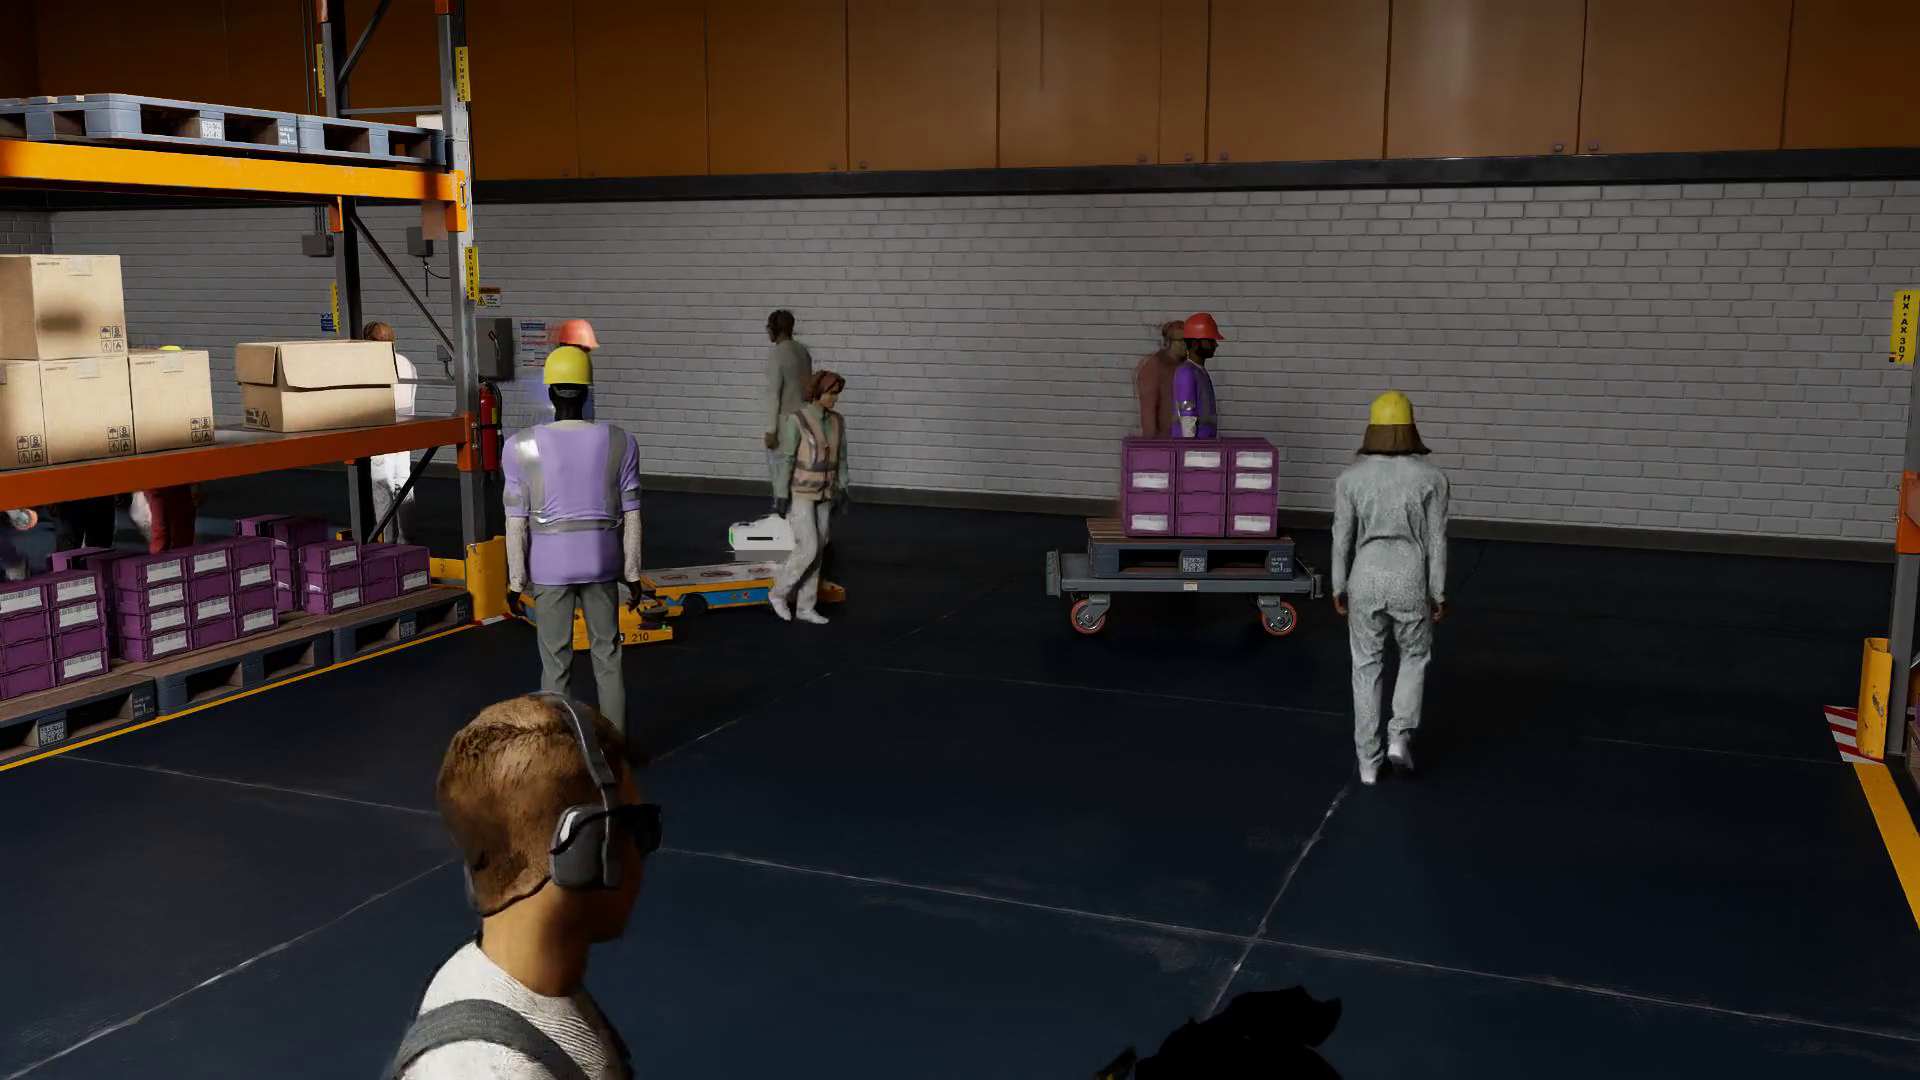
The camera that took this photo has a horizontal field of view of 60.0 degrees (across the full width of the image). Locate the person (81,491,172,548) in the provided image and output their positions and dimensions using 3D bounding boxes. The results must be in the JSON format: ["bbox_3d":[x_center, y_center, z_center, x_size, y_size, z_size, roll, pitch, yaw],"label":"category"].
[{"bbox_3d":[-5.821,-0.539,11.454,0.950,1.860,0.651,-2,10,-14],"label":"person"}]

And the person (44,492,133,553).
[{"bbox_3d":[-5.328,-0.343,10.105,0.392,1.914,0.589,4,10,21],"label":"person"}]

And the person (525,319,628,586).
[{"bbox_3d":[-2.804,-0.614,11.806,0.916,1.904,0.541,5,10,26],"label":"person"}]

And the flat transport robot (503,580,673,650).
[{"bbox_3d":[-2.345,0.432,10.372,0.652,0.197,1.431,-5,11,-29],"label":"flat transport robot"}]

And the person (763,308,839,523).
[{"bbox_3d":[-1.383,-0.956,13.814,0.585,1.924,0.630,4,10,22],"label":"person"}]

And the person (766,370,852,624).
[{"bbox_3d":[-0.924,-0.262,10.491,0.397,1.616,0.535,6,11,32],"label":"person"}]

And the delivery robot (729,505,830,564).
[{"bbox_3d":[-1.291,-0.008,11.901,0.707,0.478,0.477,0,9,0],"label":"delivery robot"}]

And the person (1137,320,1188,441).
[{"bbox_3d":[1.633,-0.806,13.135,0.641,1.855,1.031,-8,12,-39],"label":"person"}]

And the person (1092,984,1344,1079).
[{"bbox_3d":[0.164,1.167,1.072,0.328,1.876,0.514,-6,11,-31],"label":"person"}]

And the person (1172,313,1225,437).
[{"bbox_3d":[1.678,-0.631,11.777,0.356,1.938,0.545,2,10,14],"label":"person"}]

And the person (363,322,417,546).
[{"bbox_3d":[-4.450,-0.758,12.840,0.429,1.842,0.635,3,10,16],"label":"person"}]

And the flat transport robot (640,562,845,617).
[{"bbox_3d":[-1.549,0.312,11.098,1.431,0.197,0.652,-4,10,-25],"label":"flat transport robot"}]

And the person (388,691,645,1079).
[{"bbox_3d":[-0.466,1.089,1.760,0.317,1.813,0.669,-2,9,-9],"label":"person"}]

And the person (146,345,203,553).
[{"bbox_3d":[-5.052,-0.366,10.712,0.528,1.762,0.331,6,11,33],"label":"person"}]

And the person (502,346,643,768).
[{"bbox_3d":[-1.674,0.124,7.228,0.594,1.925,0.368,-4,10,-22],"label":"person"}]

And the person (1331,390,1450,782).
[{"bbox_3d":[1.880,0.209,7.316,0.504,1.725,0.389,3,10,19],"label":"person"}]

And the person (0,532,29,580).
[{"bbox_3d":[-6.584,-0.480,11.009,0.660,1.886,0.547,3,10,15],"label":"person"}]
